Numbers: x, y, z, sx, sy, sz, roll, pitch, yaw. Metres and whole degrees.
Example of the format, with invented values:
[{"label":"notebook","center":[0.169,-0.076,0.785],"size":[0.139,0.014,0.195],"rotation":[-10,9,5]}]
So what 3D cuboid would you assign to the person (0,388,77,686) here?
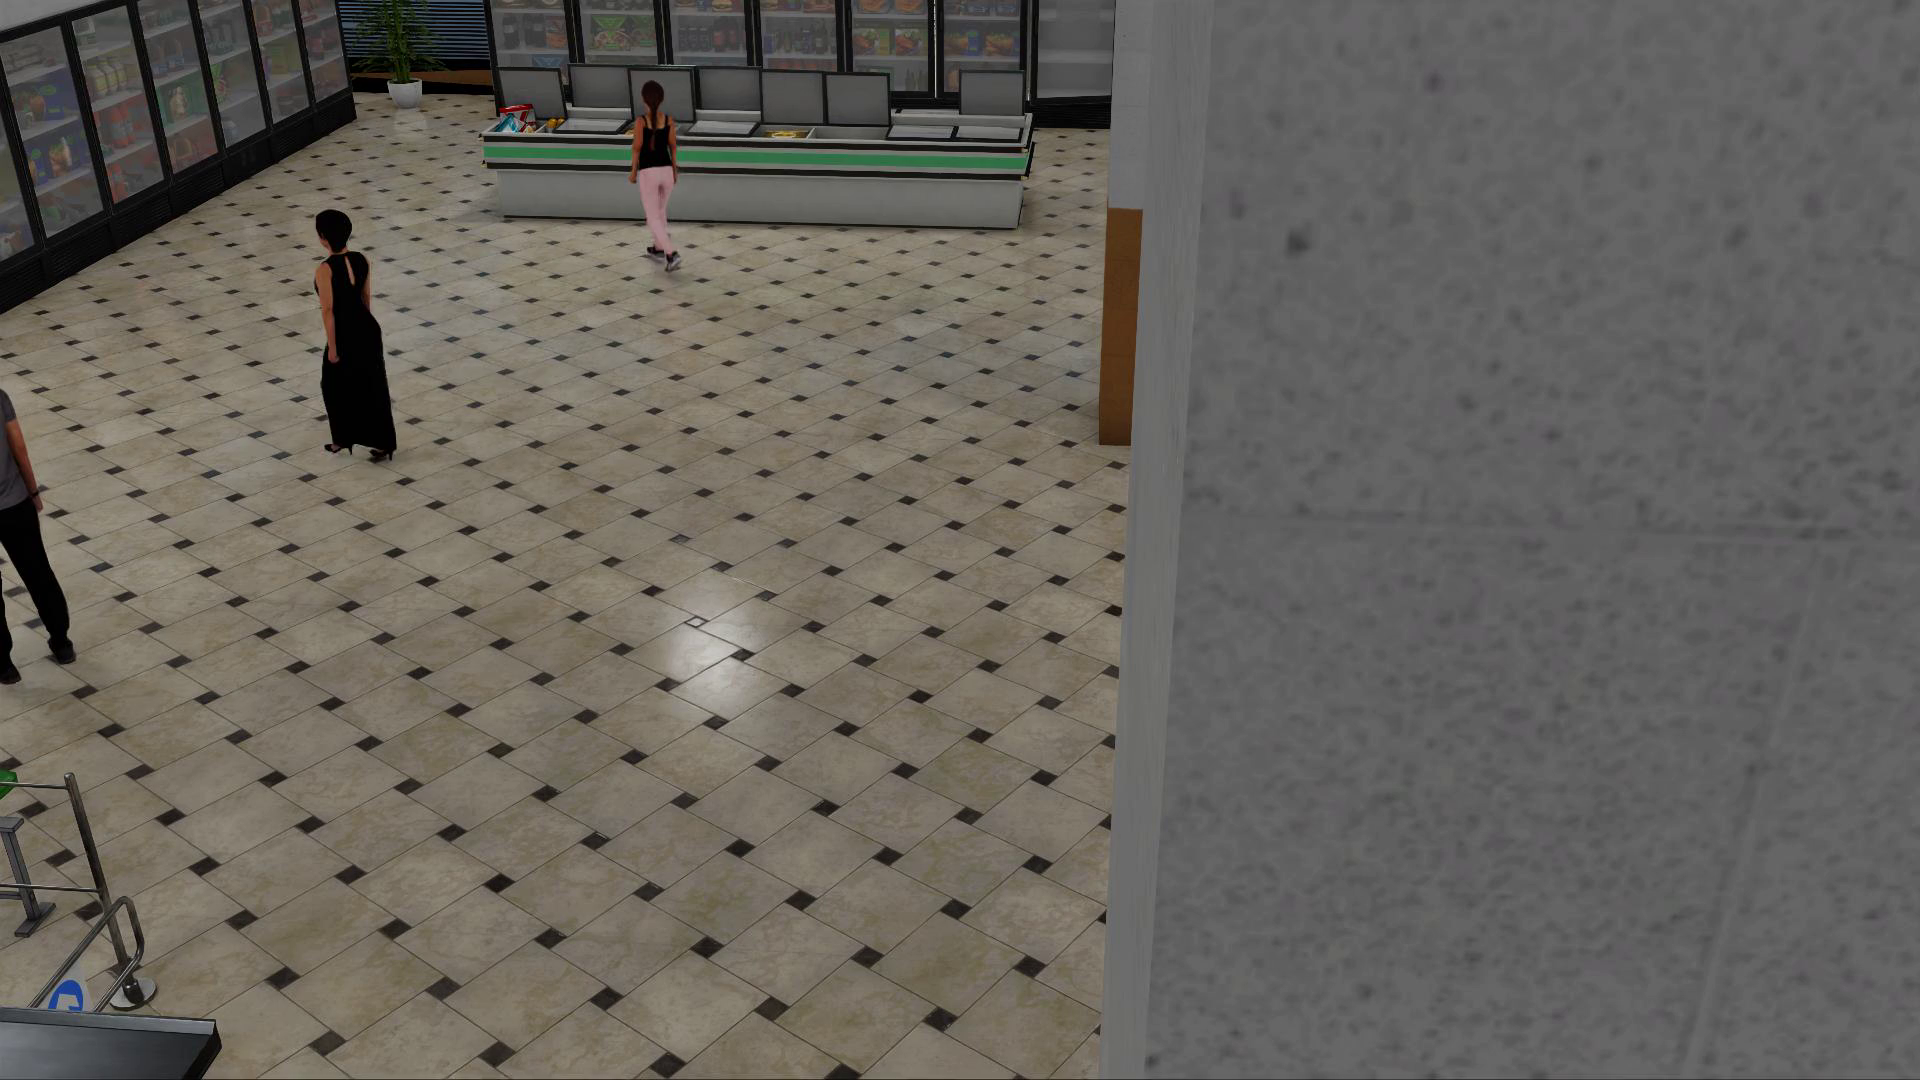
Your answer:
[{"label":"person","center":[-4.616,-0.150,7.916],"size":[0.751,1.755,0.715],"rotation":[23,35,38]}]

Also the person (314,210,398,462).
[{"label":"person","center":[-3.663,-1.211,10.197],"size":[0.851,1.584,0.767],"rotation":[14,30,25]}]

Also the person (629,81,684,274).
[{"label":"person","center":[-2.484,-2.967,13.710],"size":[0.975,1.538,0.997],"rotation":[-19,32,-32]}]
